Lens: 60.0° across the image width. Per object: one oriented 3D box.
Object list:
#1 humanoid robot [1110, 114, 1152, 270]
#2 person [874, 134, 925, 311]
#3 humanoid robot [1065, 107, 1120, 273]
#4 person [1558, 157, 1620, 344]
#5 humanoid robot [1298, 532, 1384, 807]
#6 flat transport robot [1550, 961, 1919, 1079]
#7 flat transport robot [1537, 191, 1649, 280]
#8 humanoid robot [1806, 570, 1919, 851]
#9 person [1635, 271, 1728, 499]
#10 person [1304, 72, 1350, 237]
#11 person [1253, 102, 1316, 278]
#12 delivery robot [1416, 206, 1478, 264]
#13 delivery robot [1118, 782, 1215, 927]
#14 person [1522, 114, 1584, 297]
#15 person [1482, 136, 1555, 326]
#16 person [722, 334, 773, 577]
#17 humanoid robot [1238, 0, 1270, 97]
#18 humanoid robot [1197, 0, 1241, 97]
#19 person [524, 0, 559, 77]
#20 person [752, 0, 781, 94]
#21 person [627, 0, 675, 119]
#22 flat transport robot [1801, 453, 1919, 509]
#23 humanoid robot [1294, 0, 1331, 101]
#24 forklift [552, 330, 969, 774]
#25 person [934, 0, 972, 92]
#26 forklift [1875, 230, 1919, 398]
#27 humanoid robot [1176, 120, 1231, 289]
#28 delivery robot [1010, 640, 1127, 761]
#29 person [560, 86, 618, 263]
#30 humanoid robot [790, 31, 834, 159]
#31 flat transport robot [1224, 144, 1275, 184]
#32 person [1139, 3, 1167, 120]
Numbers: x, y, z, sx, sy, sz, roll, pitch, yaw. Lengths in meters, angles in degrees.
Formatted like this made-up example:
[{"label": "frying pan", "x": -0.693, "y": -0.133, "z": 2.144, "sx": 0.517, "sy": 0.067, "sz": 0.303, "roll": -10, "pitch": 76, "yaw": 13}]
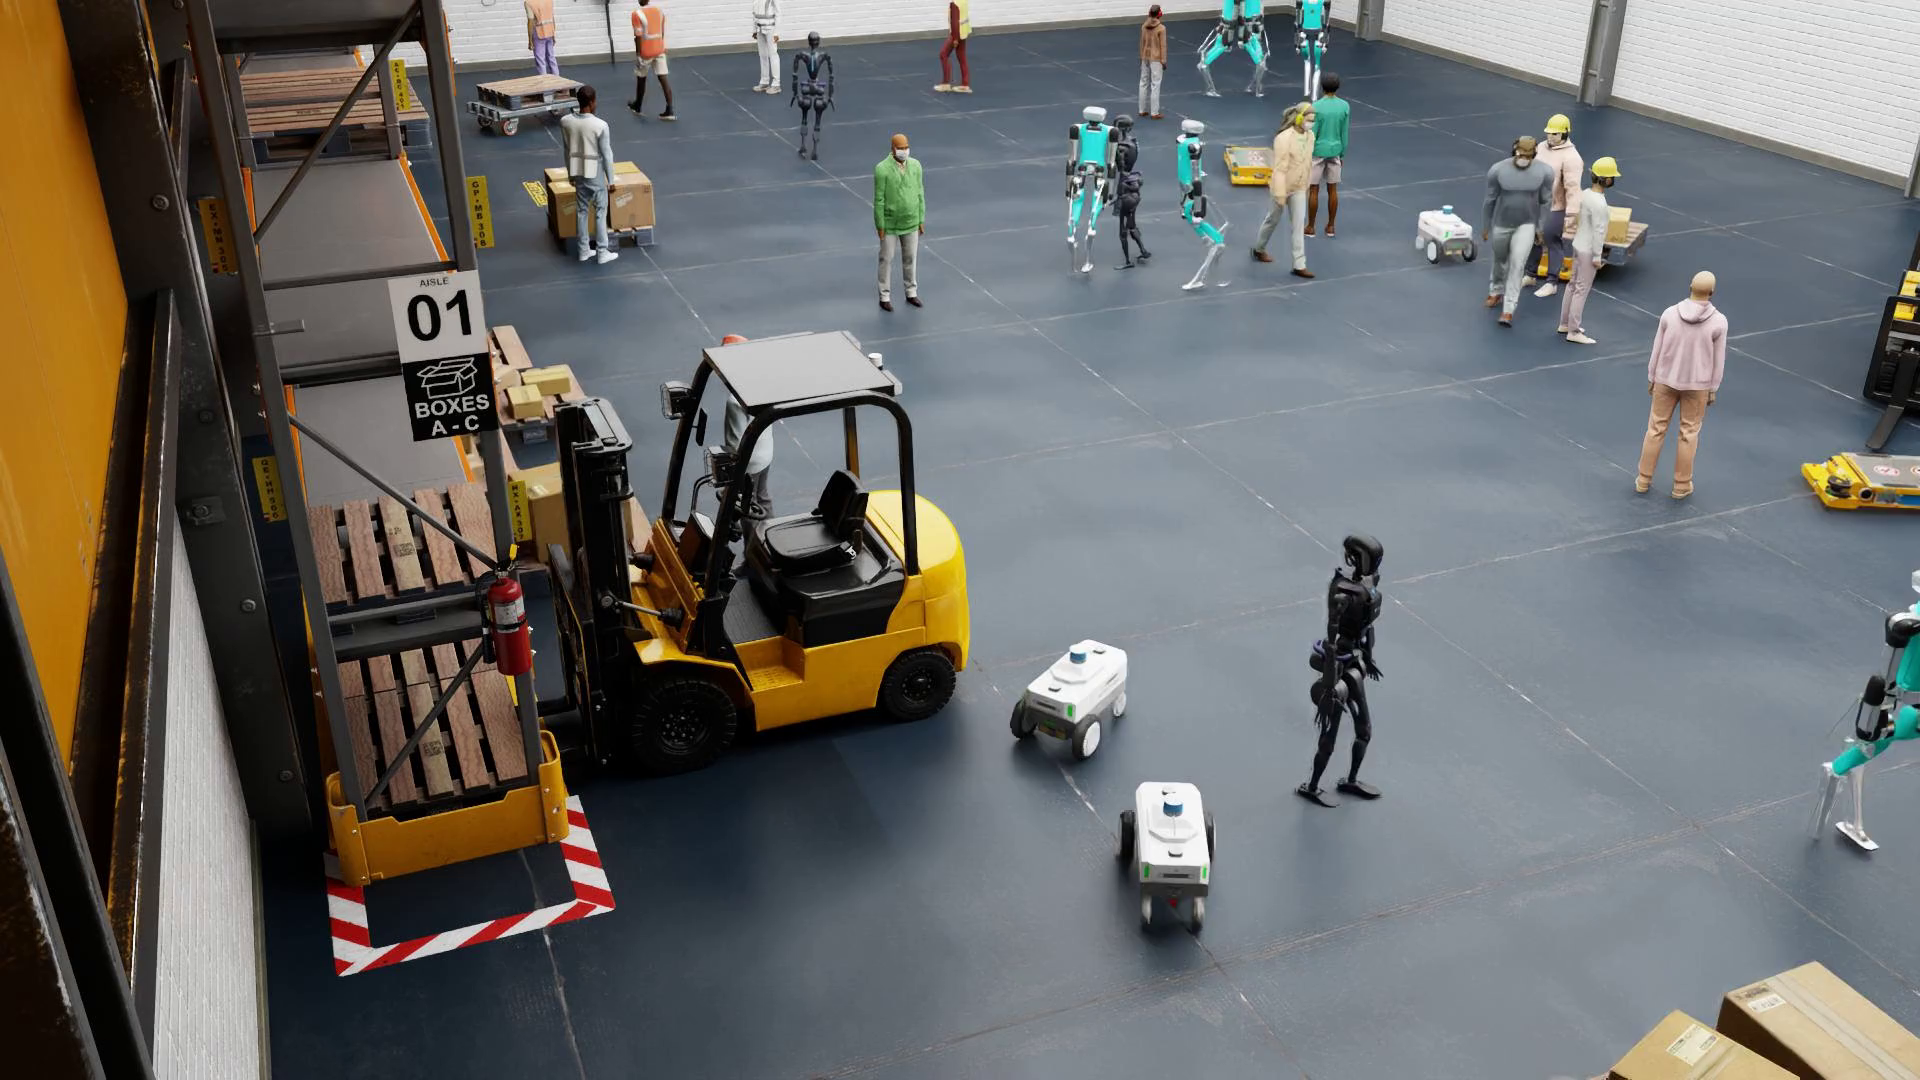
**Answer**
[{"label": "humanoid robot", "x": 1.855, "y": -3.739, "z": 17.863, "sx": 0.460, "sy": 1.648, "sz": 0.614, "roll": 8, "pitch": 28, "yaw": 15}, {"label": "person", "x": -0.609, "y": -3.178, "z": 16.639, "sx": 0.539, "sy": 1.776, "sz": 0.388, "roll": -12, "pitch": 29, "yaw": -23}, {"label": "humanoid robot", "x": 1.351, "y": -3.596, "z": 17.542, "sx": 0.548, "sy": 1.793, "sz": 0.836, "roll": 5, "pitch": 27, "yaw": 10}, {"label": "person", "x": 5.984, "y": -2.754, "z": 15.799, "sx": 0.308, "sy": 1.768, "sz": 0.521, "roll": 1, "pitch": 27, "yaw": 2}, {"label": "humanoid robot", "x": 2.125, "y": 0.723, "z": 8.981, "sx": 0.472, "sy": 1.646, "sz": 0.611, "roll": 18, "pitch": 32, "yaw": 31}, {"label": "flat transport robot", "x": 3.054, "y": 2.658, "z": 6.700, "sx": 0.659, "sy": 0.231, "sz": 1.431, "roll": -11, "pitch": 29, "yaw": -21}, {"label": "flat transport robot", "x": 6.733, "y": -3.110, "z": 18.174, "sx": 0.659, "sy": 0.231, "sz": 1.431, "roll": 16, "pitch": 31, "yaw": 29}, {"label": "humanoid robot", "x": 4.764, "y": 0.899, "z": 8.663, "sx": 0.563, "sy": 1.867, "sz": 0.708, "roll": -6, "pitch": 27, "yaw": -11}, {"label": "person", "x": 5.479, "y": -1.166, "z": 12.620, "sx": 0.524, "sy": 1.783, "sz": 0.402, "roll": 15, "pitch": 30, "yaw": 27}, {"label": "person", "x": 4.156, "y": -4.370, "z": 18.923, "sx": 0.507, "sy": 1.847, "sz": 0.376, "roll": -4, "pitch": 27, "yaw": -9}, {"label": "person", "x": 3.526, "y": -3.779, "z": 17.781, "sx": 0.581, "sy": 1.824, "sz": 0.969, "roll": -14, "pitch": 30, "yaw": -25}, {"label": "delivery robot", "x": 5.371, "y": -3.375, "z": 18.403, "sx": 0.499, "sy": 0.613, "sz": 0.803, "roll": -5, "pitch": 27, "yaw": -10}, {"label": "delivery robot", "x": 1.080, "y": 1.572, "z": 8.555, "sx": 0.499, "sy": 0.606, "sz": 0.809, "roll": 1, "pitch": 27, "yaw": 2}, {"label": "person", "x": 6.048, "y": -3.439, "z": 17.066, "sx": 0.440, "sy": 1.859, "sz": 0.787, "roll": -14, "pitch": 30, "yaw": -26}, {"label": "person", "x": 5.424, "y": -3.057, "z": 16.318, "sx": 0.637, "sy": 1.839, "sz": 1.111, "roll": 11, "pitch": 29, "yaw": 21}, {"label": "person", "x": -1.481, "y": -0.585, "z": 11.515, "sx": 0.351, "sy": 1.738, "sz": 0.572, "roll": 7, "pitch": 28, "yaw": 14}, {"label": "humanoid robot", "x": 4.687, "y": -7.772, "z": 25.868, "sx": 0.544, "sy": 1.808, "sz": 0.842, "roll": -17, "pitch": 31, "yaw": -29}, {"label": "humanoid robot", "x": 3.960, "y": -7.752, "z": 25.779, "sx": 0.731, "sy": 1.785, "sz": 0.536, "roll": -5, "pitch": 27, "yaw": -10}, {"label": "person", "x": -6.430, "y": -7.739, "z": 25.638, "sx": 0.379, "sy": 1.836, "sz": 0.564, "roll": 15, "pitch": 30, "yaw": 27}, {"label": "person", "x": -3.043, "y": -7.969, "z": 26.041, "sx": 0.584, "sy": 1.882, "sz": 0.344, "roll": 23, "pitch": 34, "yaw": 37}, {"label": "person", "x": -4.580, "y": -7.171, "z": 24.400, "sx": 0.976, "sy": 1.916, "sz": 0.630, "roll": 22, "pitch": 34, "yaw": 37}, {"label": "flat transport robot", "x": 7.355, "y": -0.423, "z": 12.828, "sx": 1.431, "sy": 0.231, "sz": 0.659, "roll": 4, "pitch": 27, "yaw": 7}, {"label": "humanoid robot", "x": 5.404, "y": -7.620, "z": 25.567, "sx": 0.541, "sy": 1.811, "sz": 0.818, "roll": 7, "pitch": 27, "yaw": 13}, {"label": "forklift", "x": -1.094, "y": 0.010, "z": 9.831, "sx": 2.313, "sy": 2.155, "sz": 1.214, "roll": -10, "pitch": 28, "yaw": -20}, {"label": "person", "x": -0.148, "y": -7.913, "z": 26.079, "sx": 0.687, "sy": 1.744, "sz": 0.490, "roll": 9, "pitch": 28, "yaw": 17}, {"label": "forklift", "x": 9.029, "y": -2.397, "z": 14.618, "sx": 1.214, "sy": 2.155, "sz": 2.313, "roll": 18, "pitch": 32, "yaw": 32}, {"label": "humanoid robot", "x": 2.573, "y": -3.401, "z": 17.220, "sx": 0.753, "sy": 1.898, "sz": 0.546, "roll": -5, "pitch": 27, "yaw": -9}, {"label": "delivery robot", "x": 0.678, "y": 0.919, "z": 9.855, "sx": 0.499, "sy": 0.608, "sz": 0.793, "roll": 17, "pitch": 31, "yaw": 30}, {"label": "person", "x": -4.005, "y": -3.943, "z": 18.015, "sx": 0.596, "sy": 1.906, "sz": 0.408, "roll": 10, "pitch": 28, "yaw": 19}, {"label": "humanoid robot", "x": -1.987, "y": -5.975, "z": 22.317, "sx": 0.599, "sy": 1.636, "sz": 0.517, "roll": 0, "pitch": 27, "yaw": 0}, {"label": "flat transport robot", "x": 3.840, "y": -4.900, "z": 21.733, "sx": 0.659, "sy": 0.231, "sz": 1.431, "roll": 2, "pitch": 27, "yaw": 3}, {"label": "person", "x": 2.818, "y": -7.019, "z": 24.417, "sx": 0.462, "sy": 1.648, "sz": 0.327, "roll": 22, "pitch": 34, "yaw": 36}]
